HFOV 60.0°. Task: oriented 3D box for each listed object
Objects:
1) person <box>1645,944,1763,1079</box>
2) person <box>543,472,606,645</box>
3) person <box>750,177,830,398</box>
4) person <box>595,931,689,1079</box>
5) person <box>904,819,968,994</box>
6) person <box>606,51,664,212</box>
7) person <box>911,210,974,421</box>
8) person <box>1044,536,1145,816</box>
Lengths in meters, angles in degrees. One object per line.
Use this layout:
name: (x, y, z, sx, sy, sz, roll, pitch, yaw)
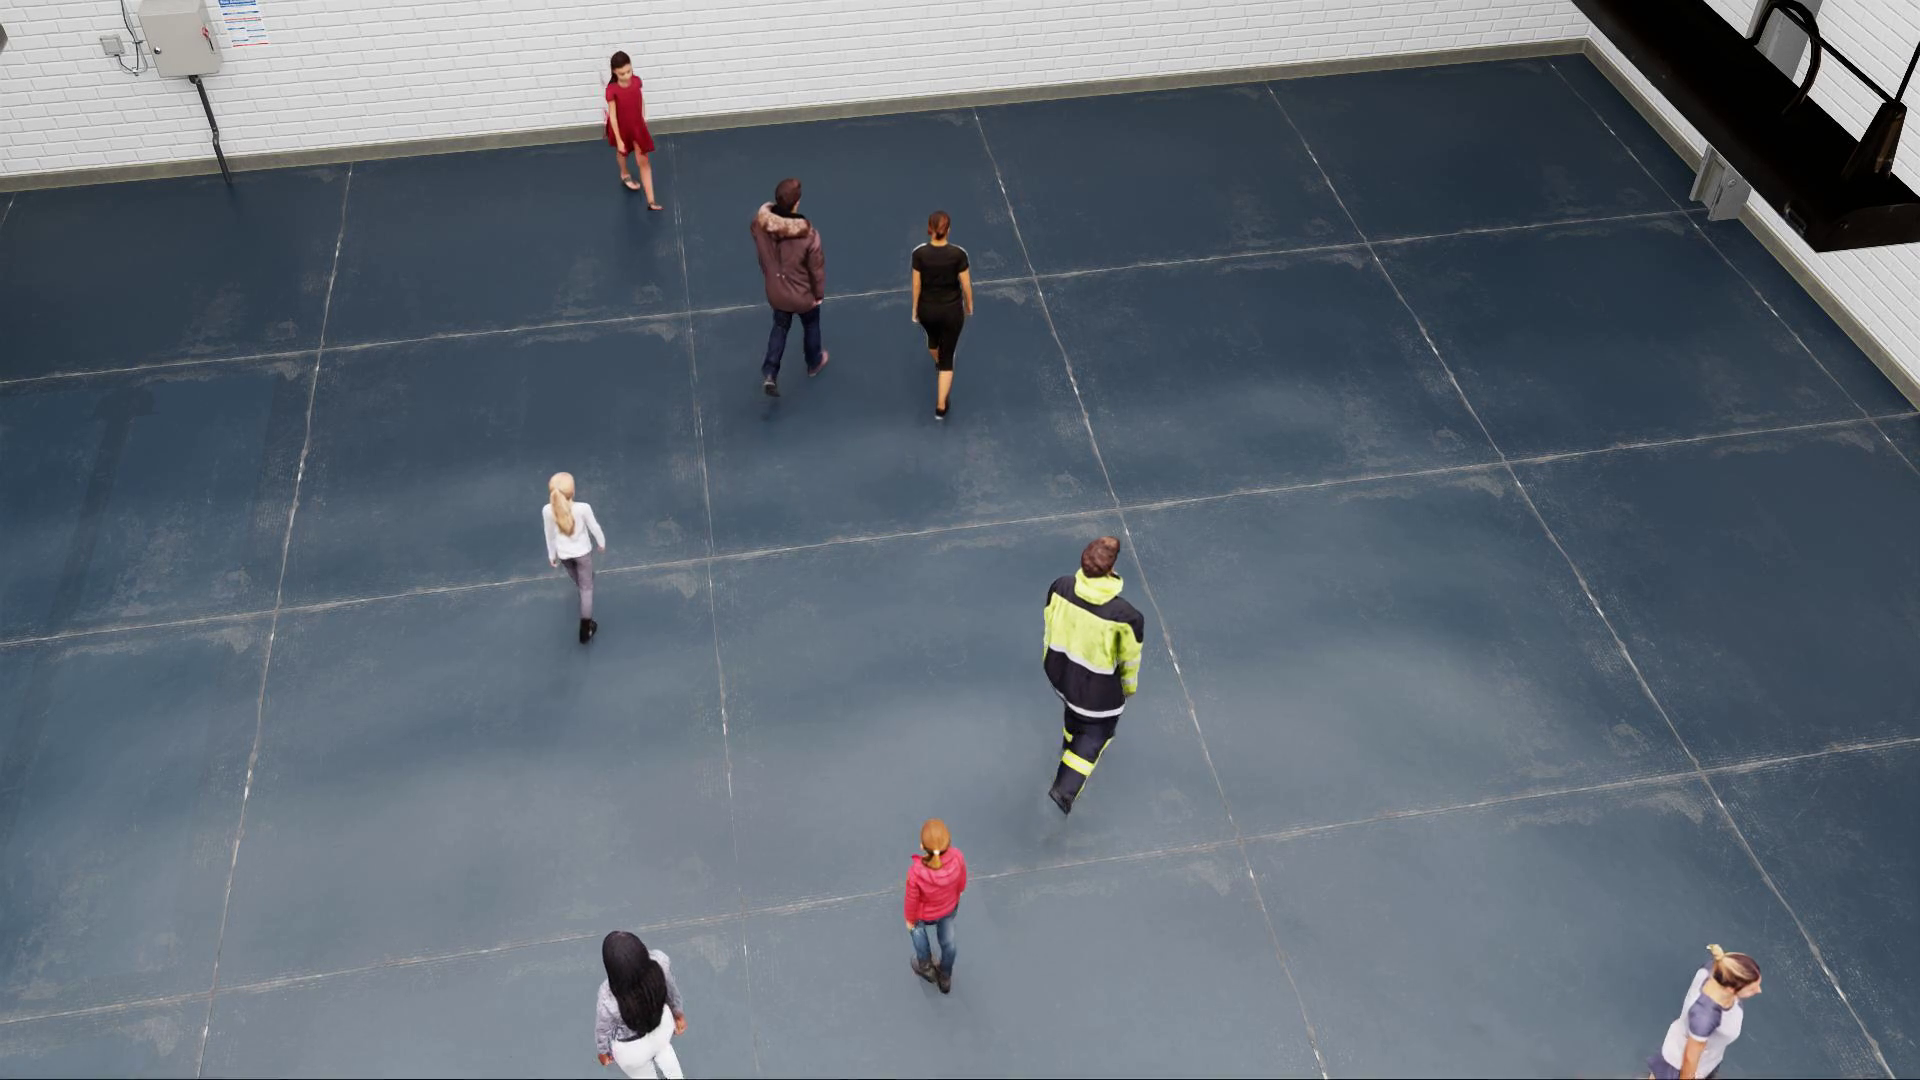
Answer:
person: (3.503, 2.490, 8.167, 1.040, 1.594, 1.007, 24, 48, 23)
person: (-2.533, 0.130, 10.896, 0.630, 1.245, 0.943, 2, 44, 2)
person: (-1.316, -1.879, 12.585, 1.053, 1.824, 1.191, 15, 46, 15)
person: (-1.488, 2.476, 8.092, 0.762, 1.716, 0.711, 31, 51, 28)
person: (-0.104, 2.013, 8.876, 0.580, 1.306, 0.569, -17, 46, -17)
person: (-2.948, -3.672, 14.711, 0.794, 1.488, 1.147, -25, 49, -24)
person: (-0.152, -1.674, 12.514, 0.845, 1.626, 1.186, 6, 44, 6)
person: (0.706, 0.806, 9.671, 1.146, 1.956, 1.220, 23, 48, 22)
